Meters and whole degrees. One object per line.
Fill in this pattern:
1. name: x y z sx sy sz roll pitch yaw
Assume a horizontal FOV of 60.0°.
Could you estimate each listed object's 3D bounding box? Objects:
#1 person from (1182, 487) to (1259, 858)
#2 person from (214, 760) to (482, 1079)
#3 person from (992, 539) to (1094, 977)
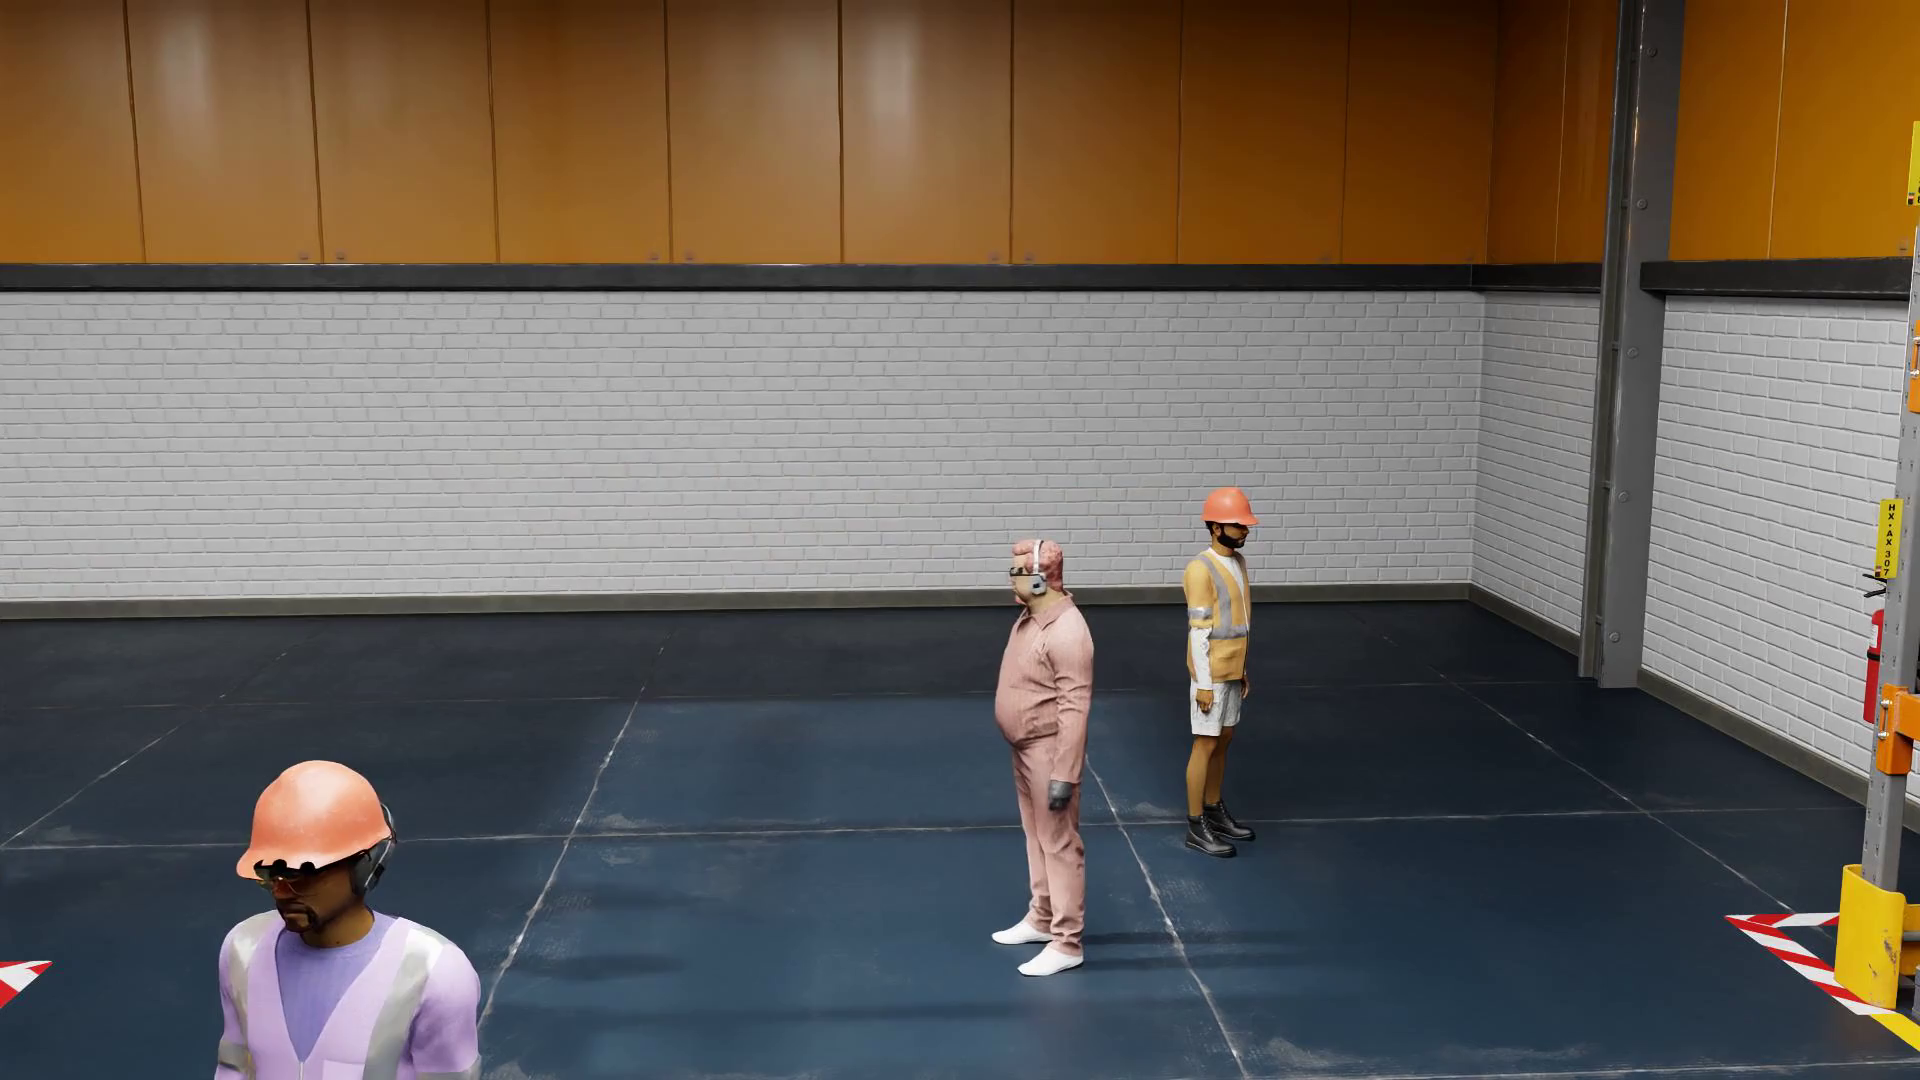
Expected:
1. person: 1.384 0.681 8.763 0.357 1.938 0.545 5 11 31
2. person: -1.310 1.460 3.540 0.608 2.044 0.371 2 9 12
3. person: 0.348 0.937 7.263 0.399 1.905 0.643 -2 9 -13
